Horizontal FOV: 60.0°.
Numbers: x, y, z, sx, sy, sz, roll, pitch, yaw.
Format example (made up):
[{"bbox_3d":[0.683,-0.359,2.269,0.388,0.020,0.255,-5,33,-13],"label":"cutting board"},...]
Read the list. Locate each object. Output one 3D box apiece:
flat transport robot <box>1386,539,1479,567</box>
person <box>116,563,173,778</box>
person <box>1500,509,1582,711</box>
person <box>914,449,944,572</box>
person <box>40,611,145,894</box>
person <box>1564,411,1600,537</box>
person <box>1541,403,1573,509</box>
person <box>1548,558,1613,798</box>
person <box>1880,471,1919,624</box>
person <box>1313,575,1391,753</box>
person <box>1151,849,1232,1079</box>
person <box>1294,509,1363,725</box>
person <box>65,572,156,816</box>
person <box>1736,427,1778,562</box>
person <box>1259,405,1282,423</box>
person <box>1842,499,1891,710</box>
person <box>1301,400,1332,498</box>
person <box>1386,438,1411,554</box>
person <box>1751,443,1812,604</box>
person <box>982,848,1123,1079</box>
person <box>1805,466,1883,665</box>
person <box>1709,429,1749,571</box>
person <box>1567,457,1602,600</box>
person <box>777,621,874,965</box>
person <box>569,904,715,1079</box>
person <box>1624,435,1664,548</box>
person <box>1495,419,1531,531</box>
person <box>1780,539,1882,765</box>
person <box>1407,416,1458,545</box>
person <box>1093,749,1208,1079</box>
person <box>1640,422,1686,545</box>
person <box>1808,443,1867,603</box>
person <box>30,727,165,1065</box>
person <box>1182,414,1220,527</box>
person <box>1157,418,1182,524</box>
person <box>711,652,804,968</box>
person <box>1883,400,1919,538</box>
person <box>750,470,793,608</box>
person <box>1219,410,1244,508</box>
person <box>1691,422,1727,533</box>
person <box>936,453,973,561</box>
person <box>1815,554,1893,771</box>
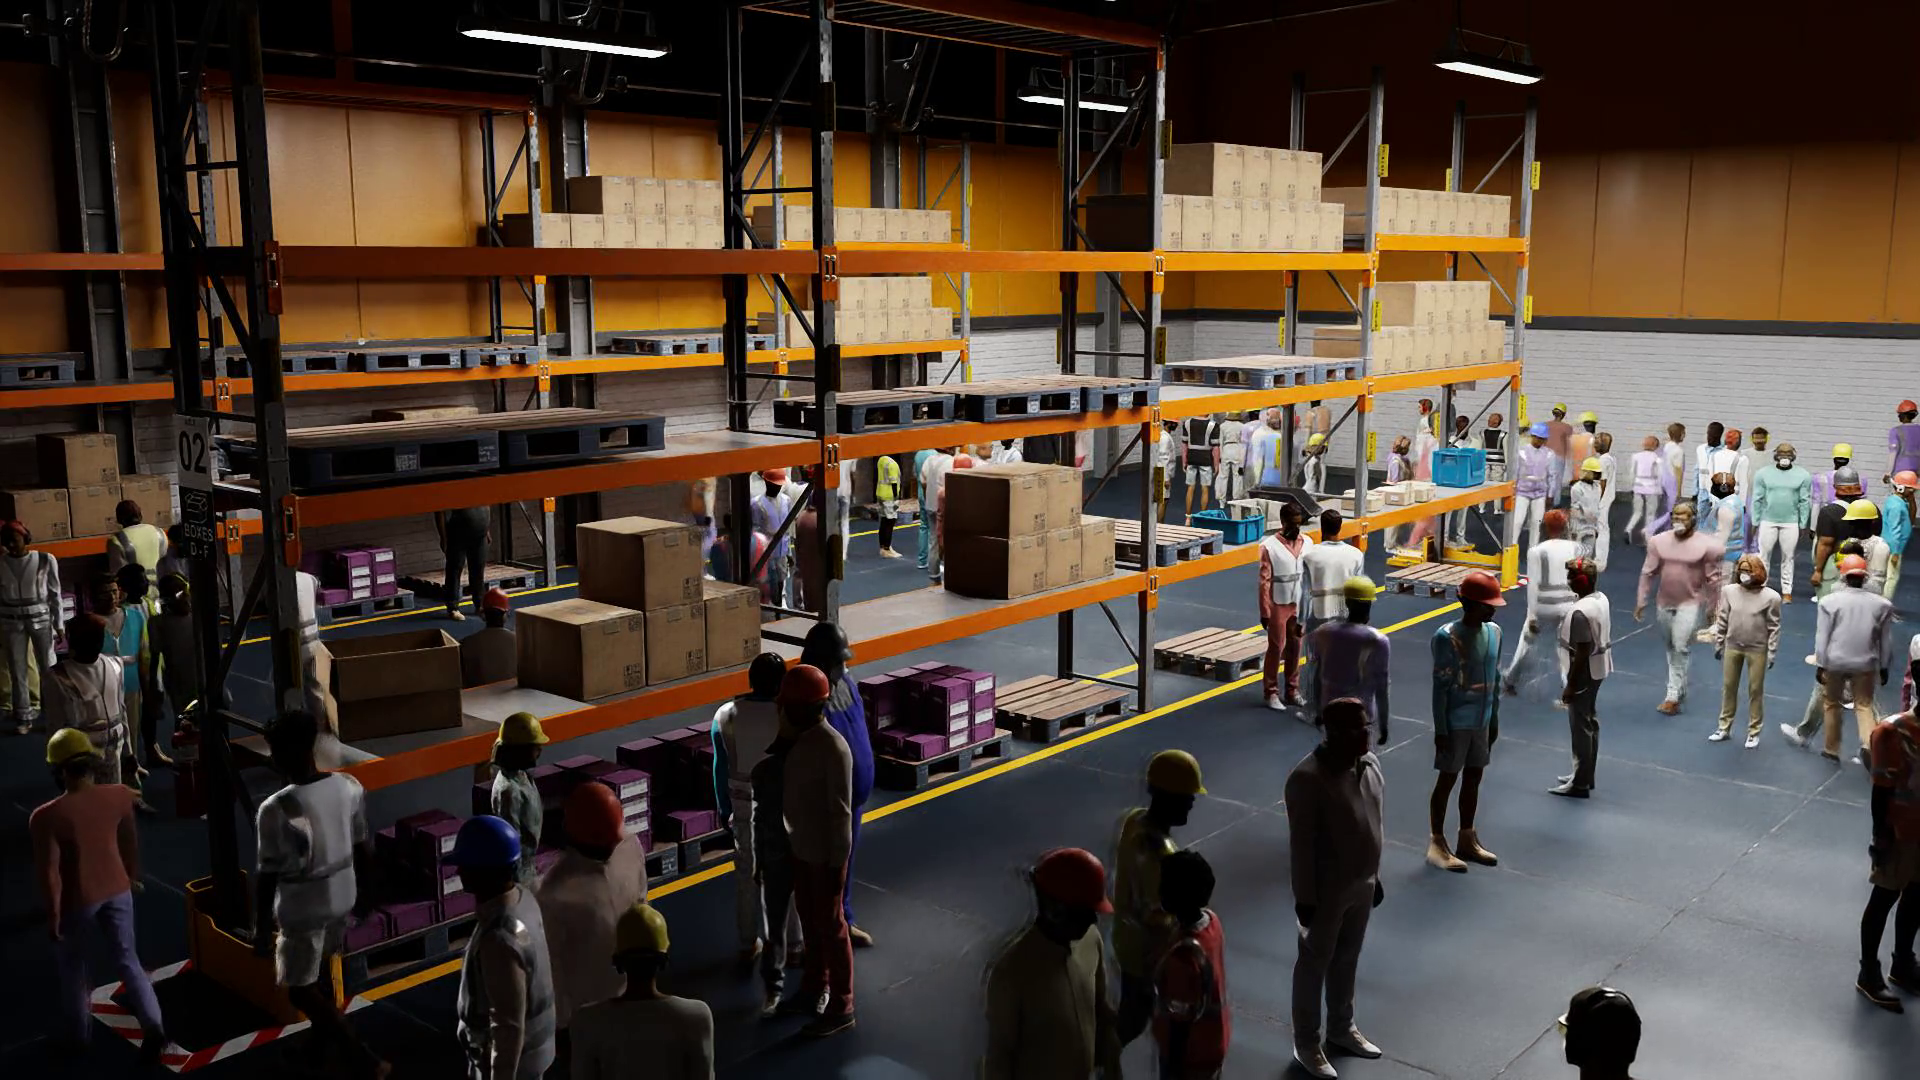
[{"bbox_3d":[6.397,0.182,22.470,0.652,0.197,1.431,8,13,41],"label":"flat transport robot"},{"bbox_3d":[-6.512,1.022,13.206,0.315,1.696,0.541,3,10,16],"label":"person"},{"bbox_3d":[5.390,0.611,15.299,0.574,1.820,1.032,-2,10,-13],"label":"person"},{"bbox_3d":[-0.341,-0.522,21.844,0.398,1.899,0.649,-5,11,-28],"label":"person"},{"bbox_3d":[-5.480,1.377,10.524,0.356,1.887,0.573,4,10,21],"label":"person"},{"bbox_3d":[9.081,-0.933,24.279,0.685,1.892,0.610,-4,10,-23],"label":"person"},{"bbox_3d":[9.825,-1.386,27.423,0.533,1.757,0.337,7,12,37],"label":"person"},{"bbox_3d":[4.746,1.045,12.651,0.389,1.838,0.563,6,11,33],"label":"person"},{"bbox_3d":[10.550,0.078,18.723,0.354,1.737,0.575,6,11,30],"label":"person"},{"bbox_3d":[2.682,1.195,11.586,0.584,1.903,0.716,8,13,41],"label":"person"},{"bbox_3d":[0.945,2.092,6.833,0.321,1.694,0.538,4,10,21],"label":"person"},{"bbox_3d":[3.243,0.681,14.629,0.598,1.908,0.402,-3,10,-15],"label":"person"},{"bbox_3d":[-6.166,1.135,12.083,0.390,1.847,0.563,6,11,34],"label":"person"},{"bbox_3d":[10.781,-0.608,22.509,0.537,1.846,0.480,4,10,21],"label":"person"},{"bbox_3d":[5.236,-1.561,28.195,0.516,1.842,0.325,-2,10,-12],"label":"person"},{"bbox_3d":[8.187,0.585,15.157,0.394,1.921,0.583,-1,10,-3],"label":"person"},{"bbox_3d":[6.080,-1.648,28.490,0.604,1.921,0.383,-6,11,-33],"label":"person"},{"bbox_3d":[6.090,-0.611,23.161,0.314,1.632,0.525,4,10,21],"label":"person"},{"bbox_3d":[9.777,-0.204,19.847,0.629,1.931,0.376,4,10,25],"label":"person"},{"bbox_3d":[0.279,2.063,6.250,0.879,1.954,0.613,7,12,35],"label":"person"},{"bbox_3d":[8.836,0.260,16.731,0.684,2.000,0.536,-2,10,-13],"label":"person"},{"bbox_3d":[10.113,-0.525,21.930,0.346,1.876,0.571,-5,11,-26],"label":"person"},{"bbox_3d":[7.521,-0.135,20.018,0.486,1.734,0.355,-5,11,-27],"label":"person"},{"bbox_3d":[-0.759,1.446,9.651,0.535,2.000,0.687,6,11,31],"label":"person"},{"bbox_3d":[-1.150,2.187,6.077,0.518,1.757,0.339,-2,10,-11],"label":"person"},{"bbox_3d":[9.705,-0.678,23.563,0.477,1.621,0.536,-8,12,-38],"label":"person"},{"bbox_3d":[8.411,-0.997,25.136,0.691,1.745,0.536,1,10,3],"label":"person"},{"bbox_3d":[7.254,0.907,13.601,0.582,1.804,1.008,-4,10,-21],"label":"person"},{"bbox_3d":[6.442,-0.750,22.765,0.954,2.000,0.715,-3,10,-19],"label":"person"},{"bbox_3d":[0.789,1.867,7.598,0.850,1.890,0.637,-1,10,-7],"label":"person"},{"bbox_3d":[9.945,-0.745,23.370,0.689,1.826,0.509,-1,10,-4],"label":"person"},{"bbox_3d":[10.390,-0.185,19.729,0.589,1.928,0.386,3,10,18],"label":"person"},{"bbox_3d":[-4.346,1.808,8.395,0.758,1.740,0.539,7,12,37],"label":"person"},{"bbox_3d":[3.696,-1.190,25.442,0.612,2.029,0.407,5,11,29],"label":"person"},{"bbox_3d":[3.036,-0.956,24.344,0.389,1.925,0.550,1,10,7],"label":"person"},{"bbox_3d":[-1.098,1.553,9.613,0.634,1.839,0.429,2,10,10],"label":"person"},{"bbox_3d":[13.856,-1.034,24.450,0.606,2.045,0.389,-2,10,-12],"label":"person"},{"bbox_3d":[-2.253,-0.104,19.334,0.644,1.900,0.399,-1,10,-7],"label":"person"},{"bbox_3d":[4.503,-1.374,27.416,0.487,1.730,0.324,4,10,23],"label":"person"},{"bbox_3d":[10.196,-0.640,22.497,0.393,1.916,0.623,-5,11,-28],"label":"person"},{"bbox_3d":[0.042,0.035,18.255,0.613,1.987,0.408,0,10,-1],"label":"person"},{"bbox_3d":[7.188,0.985,13.362,0.578,1.720,0.666,2,10,12],"label":"person"}]
